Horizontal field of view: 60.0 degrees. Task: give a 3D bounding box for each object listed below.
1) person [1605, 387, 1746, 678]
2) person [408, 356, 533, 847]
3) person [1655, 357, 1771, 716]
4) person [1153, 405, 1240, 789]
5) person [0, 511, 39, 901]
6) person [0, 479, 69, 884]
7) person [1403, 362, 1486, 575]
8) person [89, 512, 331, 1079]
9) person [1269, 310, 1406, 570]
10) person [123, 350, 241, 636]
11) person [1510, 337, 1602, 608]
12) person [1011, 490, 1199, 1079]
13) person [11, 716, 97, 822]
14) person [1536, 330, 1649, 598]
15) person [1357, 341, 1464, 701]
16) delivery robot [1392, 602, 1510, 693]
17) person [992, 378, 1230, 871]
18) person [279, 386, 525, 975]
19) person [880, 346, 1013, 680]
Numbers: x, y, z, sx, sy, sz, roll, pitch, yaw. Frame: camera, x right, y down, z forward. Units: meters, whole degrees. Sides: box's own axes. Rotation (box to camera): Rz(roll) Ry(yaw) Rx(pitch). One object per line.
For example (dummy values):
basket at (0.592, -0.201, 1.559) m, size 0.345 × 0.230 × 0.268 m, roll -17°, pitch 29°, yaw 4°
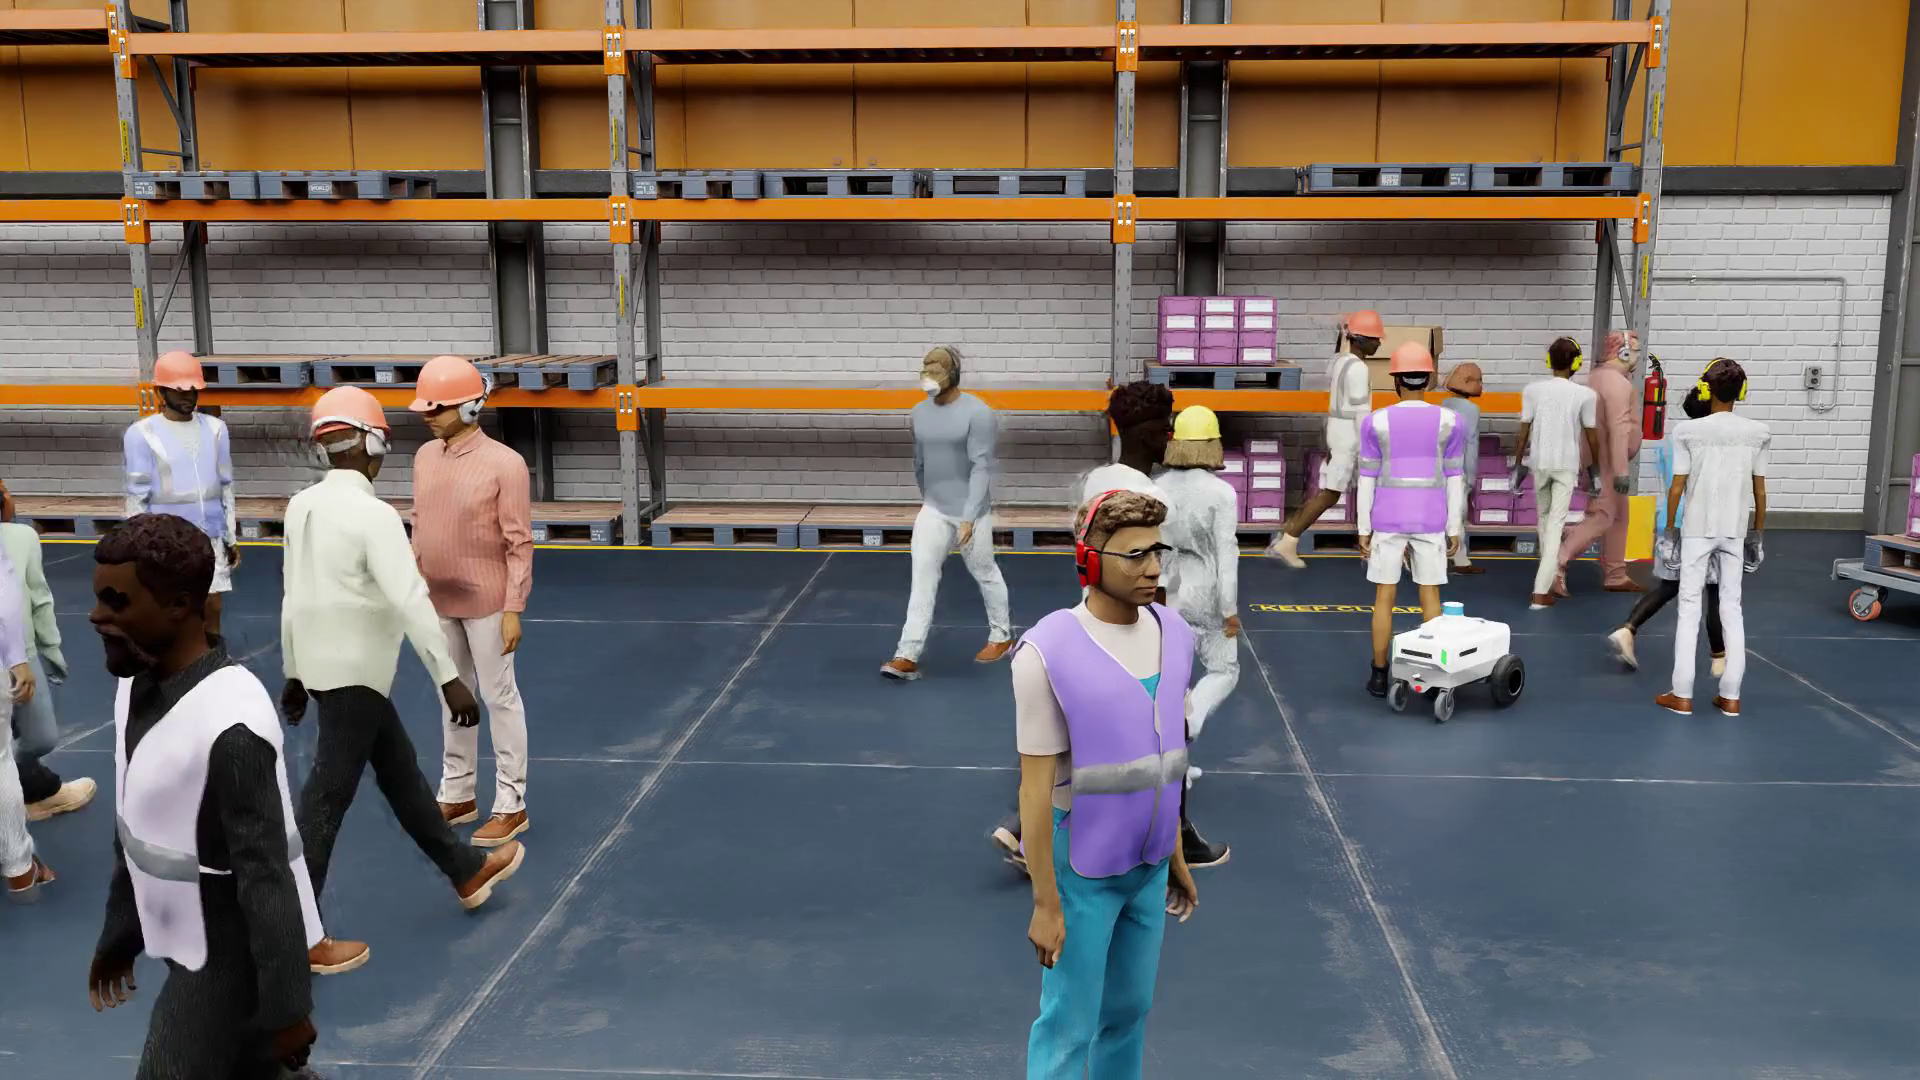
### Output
person at (4.074, -0.041, 9.381) m, size 0.712 × 1.663 × 0.530 m, roll -4°, pitch 11°, yaw -24°
person at (-2.005, 0.249, 6.743) m, size 0.609 × 1.986 × 0.391 m, roll 5°, pitch 11°, yaw 29°
person at (3.918, -0.011, 8.637) m, size 0.509 × 1.862 × 0.322 m, roll 1°, pitch 10°, yaw 5°
person at (1.002, 0.271, 7.358) m, size 0.428 × 1.725 × 0.502 m, roll -9°, pitch 13°, yaw -44°
person at (-3.631, 0.443, 5.907) m, size 0.708 × 1.882 × 0.805 m, roll -3°, pitch 10°, yaw -16°
person at (-3.728, 0.491, 6.398) m, size 0.623 × 1.616 × 0.536 m, roll 4°, pitch 10°, yaw 22°
person at (3.595, -0.509, 12.293) m, size 0.703 × 1.611 × 0.509 m, roll -2°, pitch 10°, yaw -10°
person at (-1.523, 0.851, 3.539) m, size 0.938 × 1.884 × 0.594 m, roll -7°, pitch 12°, yaw -37°
person at (2.867, -0.738, 12.529) m, size 1.045 × 1.992 × 0.607 m, roll 1°, pitch 10°, yaw 6°
person at (-4.061, -0.034, 8.634) m, size 0.663 × 1.914 × 0.546 m, roll 7°, pitch 12°, yaw 34°
person at (4.138, -0.475, 11.467) m, size 0.543 × 1.820 × 0.939 m, roll 8°, pitch 12°, yaw 38°
person at (0.347, 0.790, 3.993) m, size 0.389 × 1.843 × 0.567 m, roll 9°, pitch 13°, yaw 43°
person at (-4.152, 0.234, 6.668) m, size 0.689 × 2.000 × 1.064 m, roll 6°, pitch 11°, yaw 31°
person at (4.494, -0.533, 11.663) m, size 0.771 × 1.879 × 0.668 m, roll 2°, pitch 10°, yaw 10°
person at (2.410, -0.099, 8.960) m, size 0.553 × 1.926 × 0.391 m, roll 2°, pitch 10°, yaw 10°
delivery robot at (2.589, 0.571, 8.764) m, size 0.707 × 0.478 × 0.477 m, roll -9°, pitch 13°, yaw -43°
person at (0.589, 0.353, 6.303) m, size 0.915 × 1.940 × 0.614 m, roll -5°, pitch 11°, yaw -26°
person at (-1.944, 0.452, 5.670) m, size 1.025 × 1.924 × 0.728 m, roll -9°, pitch 13°, yaw -41°
person at (-0.044, -0.156, 9.456) m, size 0.633 × 1.884 × 1.063 m, roll 7°, pitch 12°, yaw 35°
